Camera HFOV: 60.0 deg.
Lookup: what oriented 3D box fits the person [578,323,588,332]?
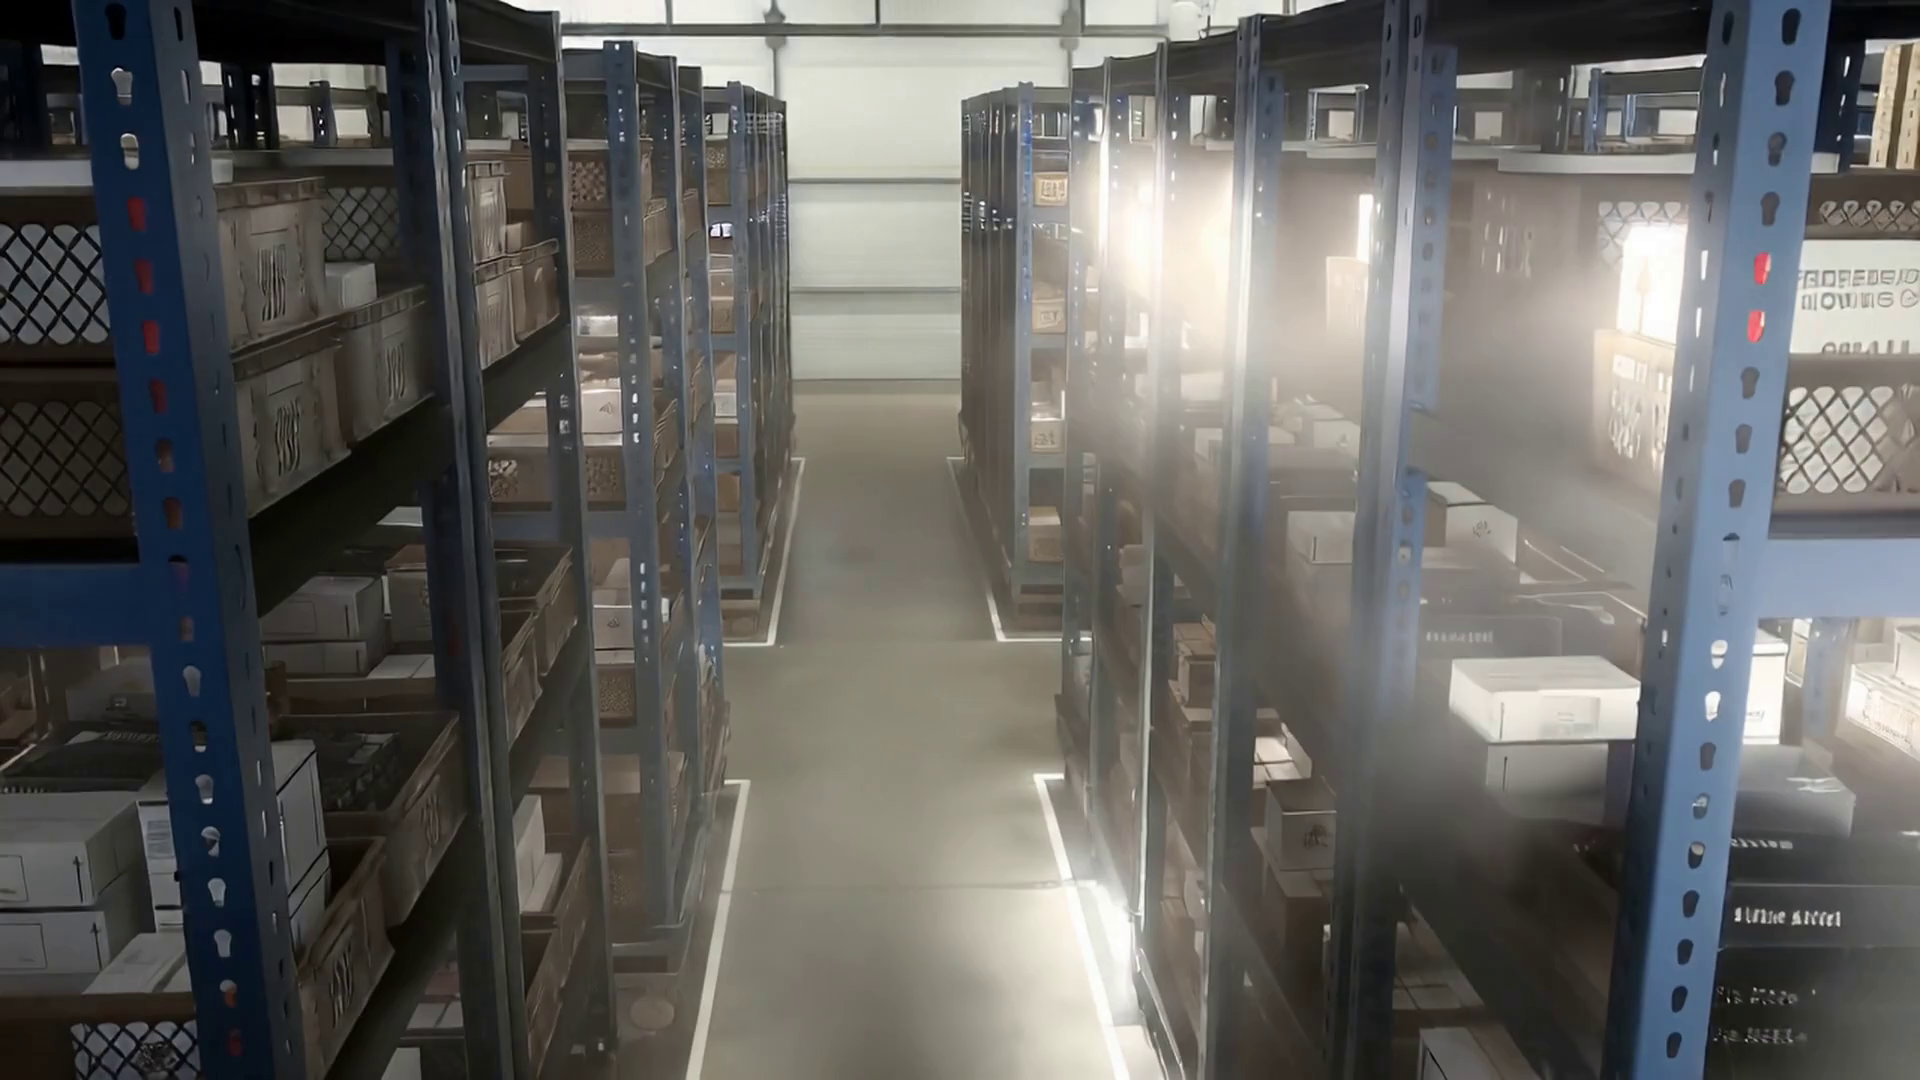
[{"bbox_3d":[-3.095,-0.843,13.449,0.626,1.798,0.506,11,17,37],"label":"person"}]
